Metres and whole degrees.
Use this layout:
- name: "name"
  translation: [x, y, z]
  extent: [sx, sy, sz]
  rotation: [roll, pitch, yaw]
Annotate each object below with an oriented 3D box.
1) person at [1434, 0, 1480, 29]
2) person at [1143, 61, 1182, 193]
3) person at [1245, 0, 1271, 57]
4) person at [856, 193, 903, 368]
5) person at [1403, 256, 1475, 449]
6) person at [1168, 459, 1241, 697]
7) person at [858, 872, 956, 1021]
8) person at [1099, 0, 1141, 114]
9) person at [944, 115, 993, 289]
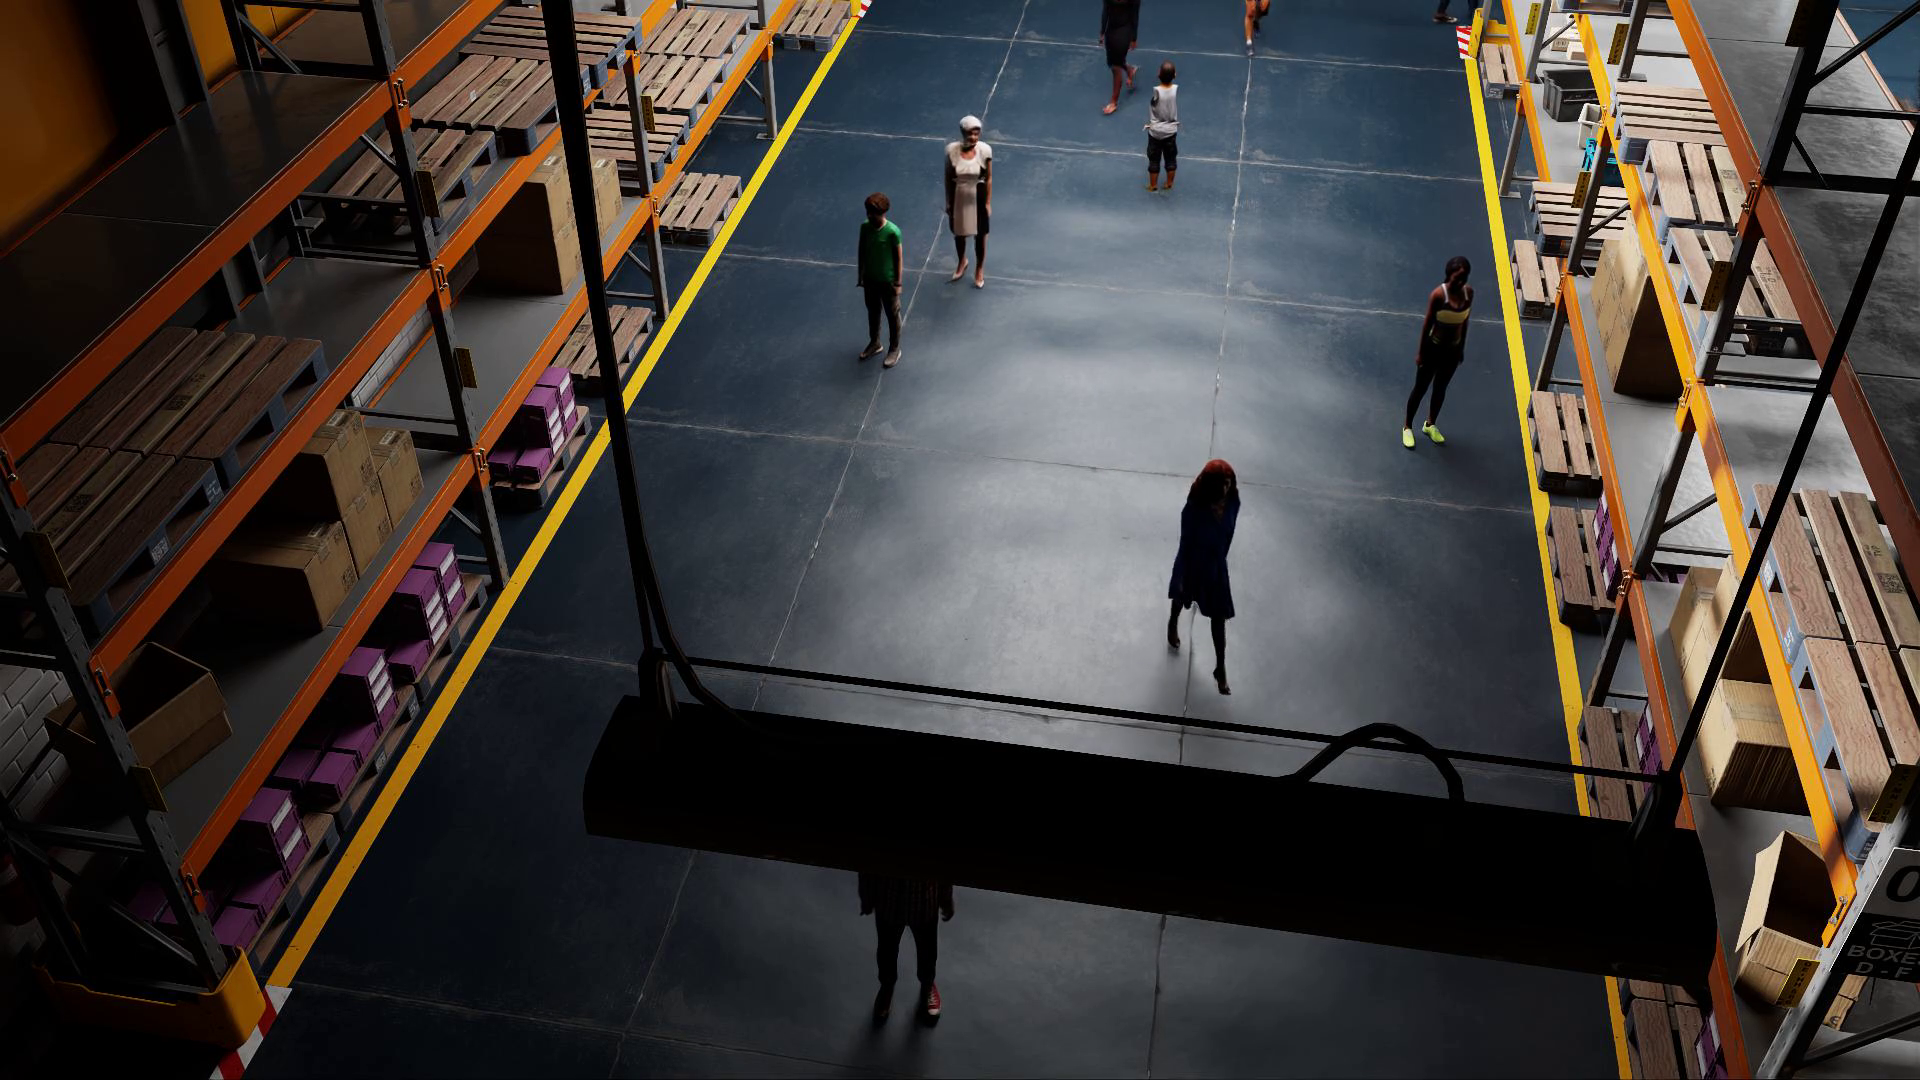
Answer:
- name: "person"
  translation: [6.317, -7.417, 20.993]
  extent: [0.759, 1.866, 0.862]
  rotation: [4, 39, 5]
- name: "person"
  translation: [2.149, -4.396, 17.540]
  extent: [0.636, 1.456, 0.608]
  rotation: [-7, 39, -9]
- name: "person"
  translation: [3.651, -6.886, 20.413]
  extent: [0.703, 1.760, 0.965]
  rotation: [3, 39, 3]
- name: "person"
  translation: [-0.698, -2.342, 14.811]
  extent: [0.652, 1.651, 0.625]
  rotation: [19, 42, 22]
- name: "person"
  translation: [3.972, -1.572, 13.764]
  extent: [0.634, 1.754, 0.623]
  rotation: [-8, 39, -10]
- name: "person"
  translation: [1.637, 0.145, 11.592]
  extent: [0.969, 1.781, 1.207]
  rotation: [-10, 40, -13]
- name: "person"
  translation: [-0.295, 1.999, 9.288]
  extent: [0.736, 1.760, 0.662]
  rotation: [-1, 39, -1]
- name: "person"
  translation: [1.869, -5.800, 19.103]
  extent: [0.927, 1.699, 1.100]
  rotation: [27, 46, 30]
- name: "person"
  translation: [0.068, -3.263, 15.894]
  extent: [0.612, 1.739, 0.654]
  rotation: [8, 39, 10]
